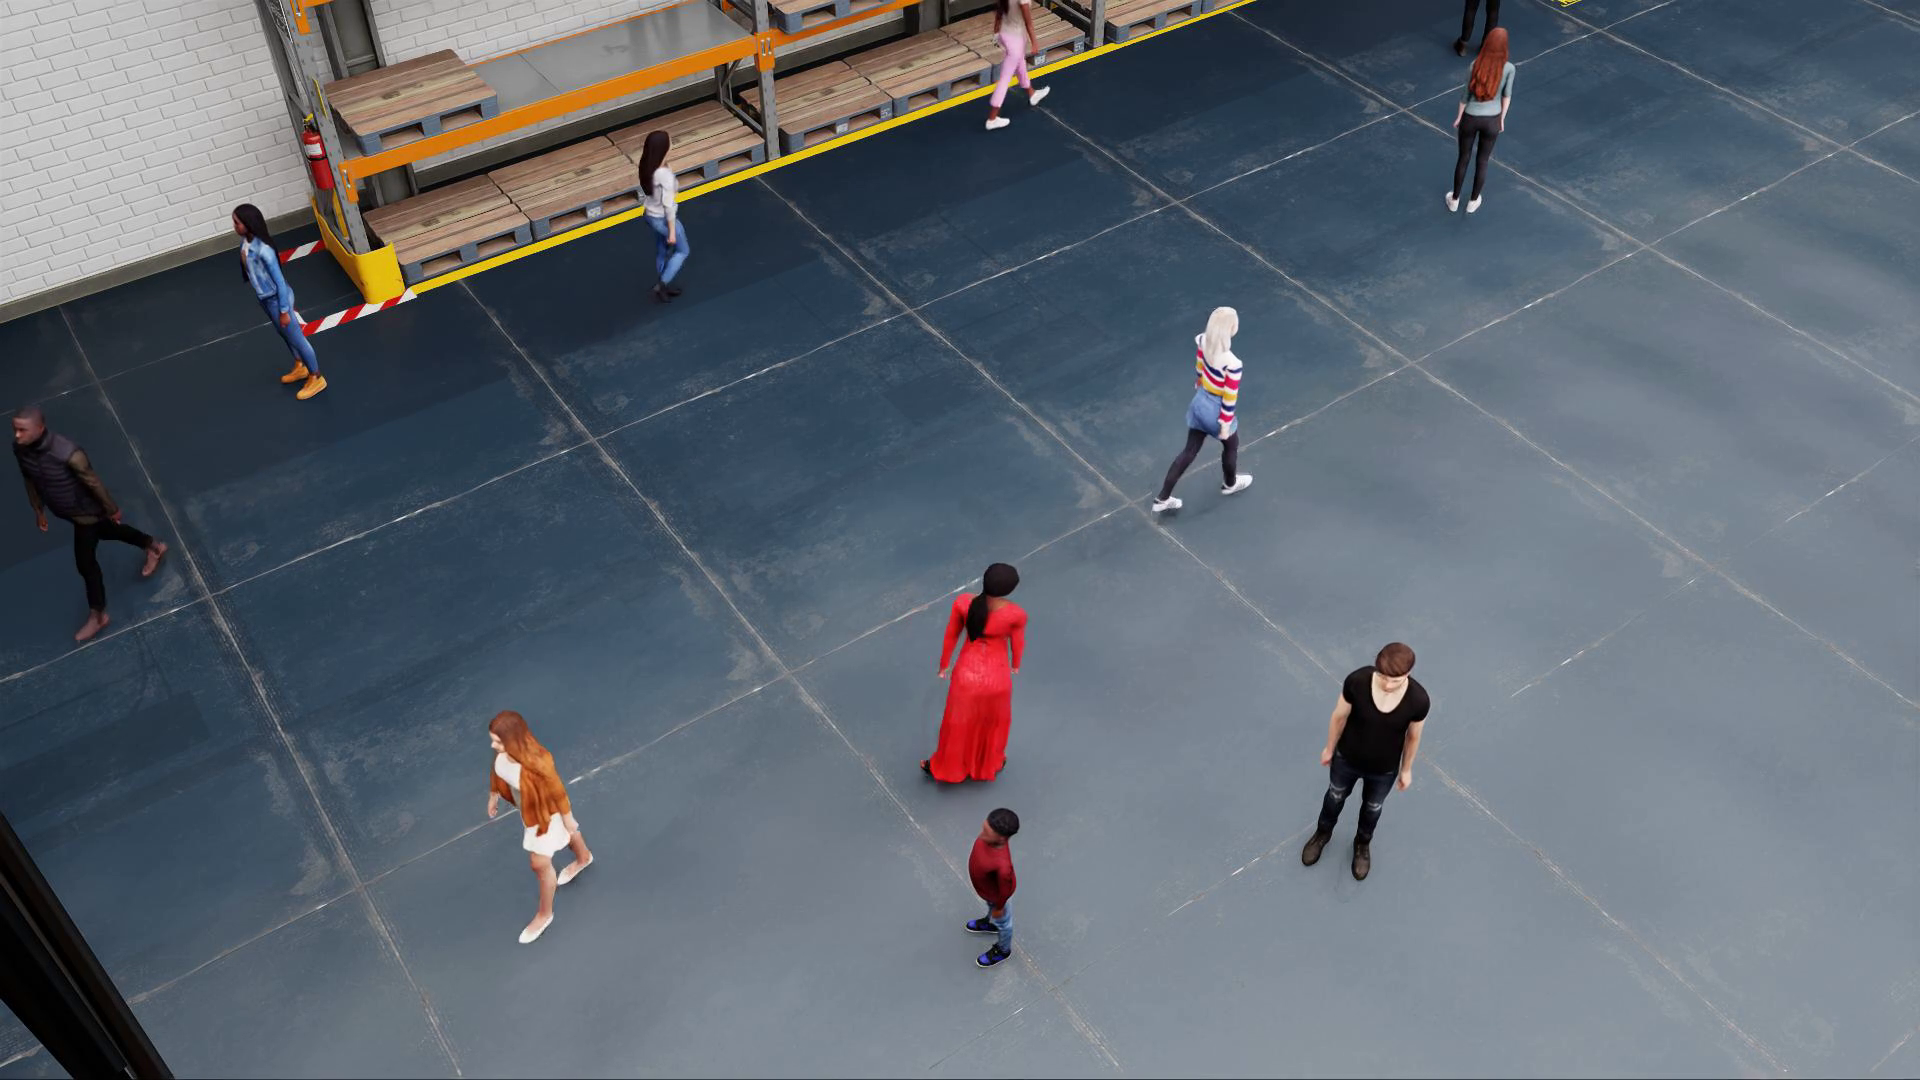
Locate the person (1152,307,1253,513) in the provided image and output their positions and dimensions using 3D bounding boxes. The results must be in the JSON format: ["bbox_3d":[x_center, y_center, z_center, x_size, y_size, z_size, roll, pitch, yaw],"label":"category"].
[{"bbox_3d":[1.731,-0.898,11.900,1.118,1.770,0.712,-22,48,-21],"label":"person"}]

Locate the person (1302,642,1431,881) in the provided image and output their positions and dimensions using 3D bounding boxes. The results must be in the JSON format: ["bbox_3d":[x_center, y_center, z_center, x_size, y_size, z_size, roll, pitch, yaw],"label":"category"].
[{"bbox_3d":[2.352,1.229,9.578,0.766,1.893,0.781,15,45,15],"label":"person"}]

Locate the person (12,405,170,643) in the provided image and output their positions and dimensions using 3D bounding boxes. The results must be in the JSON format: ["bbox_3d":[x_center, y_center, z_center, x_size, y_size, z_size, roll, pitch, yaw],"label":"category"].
[{"bbox_3d":[-5.866,-0.258,11.216,1.076,1.787,1.300,16,46,16],"label":"person"}]

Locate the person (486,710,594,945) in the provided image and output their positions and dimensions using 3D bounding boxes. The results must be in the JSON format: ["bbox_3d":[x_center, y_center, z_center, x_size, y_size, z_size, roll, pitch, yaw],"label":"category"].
[{"bbox_3d":[-2.329,1.454,9.489,0.749,1.691,0.968,34,53,30],"label":"person"}]

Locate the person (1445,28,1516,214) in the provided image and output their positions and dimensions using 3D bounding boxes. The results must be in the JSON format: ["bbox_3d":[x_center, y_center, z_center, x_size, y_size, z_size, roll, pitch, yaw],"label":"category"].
[{"bbox_3d":[4.662,-3.751,14.915,0.666,1.742,0.714,9,44,10],"label":"person"}]

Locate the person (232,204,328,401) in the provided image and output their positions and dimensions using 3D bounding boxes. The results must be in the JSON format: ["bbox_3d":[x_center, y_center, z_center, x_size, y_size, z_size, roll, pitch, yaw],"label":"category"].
[{"bbox_3d":[-5.324,-1.872,12.965,0.543,1.712,0.623,-30,51,-27],"label":"person"}]

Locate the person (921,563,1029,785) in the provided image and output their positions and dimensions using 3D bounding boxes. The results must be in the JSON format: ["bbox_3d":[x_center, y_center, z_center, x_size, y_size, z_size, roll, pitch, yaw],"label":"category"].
[{"bbox_3d":[0.066,0.847,10.074,0.884,1.763,0.965,-3,44,-3],"label":"person"}]

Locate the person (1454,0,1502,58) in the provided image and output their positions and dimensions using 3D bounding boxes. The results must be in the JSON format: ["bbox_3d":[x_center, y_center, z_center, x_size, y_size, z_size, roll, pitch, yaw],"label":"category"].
[{"bbox_3d":[5.424,-5.808,17.049,0.725,1.778,0.780,8,44,9],"label":"person"}]

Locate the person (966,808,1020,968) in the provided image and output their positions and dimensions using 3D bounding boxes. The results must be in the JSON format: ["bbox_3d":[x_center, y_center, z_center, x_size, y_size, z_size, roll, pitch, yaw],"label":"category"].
[{"bbox_3d":[0.206,1.913,9.323,0.583,1.256,0.568,-8,44,-9],"label":"person"}]

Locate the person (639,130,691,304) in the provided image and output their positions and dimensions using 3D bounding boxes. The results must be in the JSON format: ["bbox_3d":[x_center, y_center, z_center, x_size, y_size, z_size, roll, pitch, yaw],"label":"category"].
[{"bbox_3d":[-2.545,-2.627,13.826,0.693,1.619,0.660,-33,52,-30],"label":"person"}]

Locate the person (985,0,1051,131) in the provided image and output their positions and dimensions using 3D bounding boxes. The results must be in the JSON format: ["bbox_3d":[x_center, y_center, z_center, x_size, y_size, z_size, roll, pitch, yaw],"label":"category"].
[{"bbox_3d":[0.428,-4.755,15.997,1.075,1.704,0.613,-25,49,-24],"label":"person"}]
